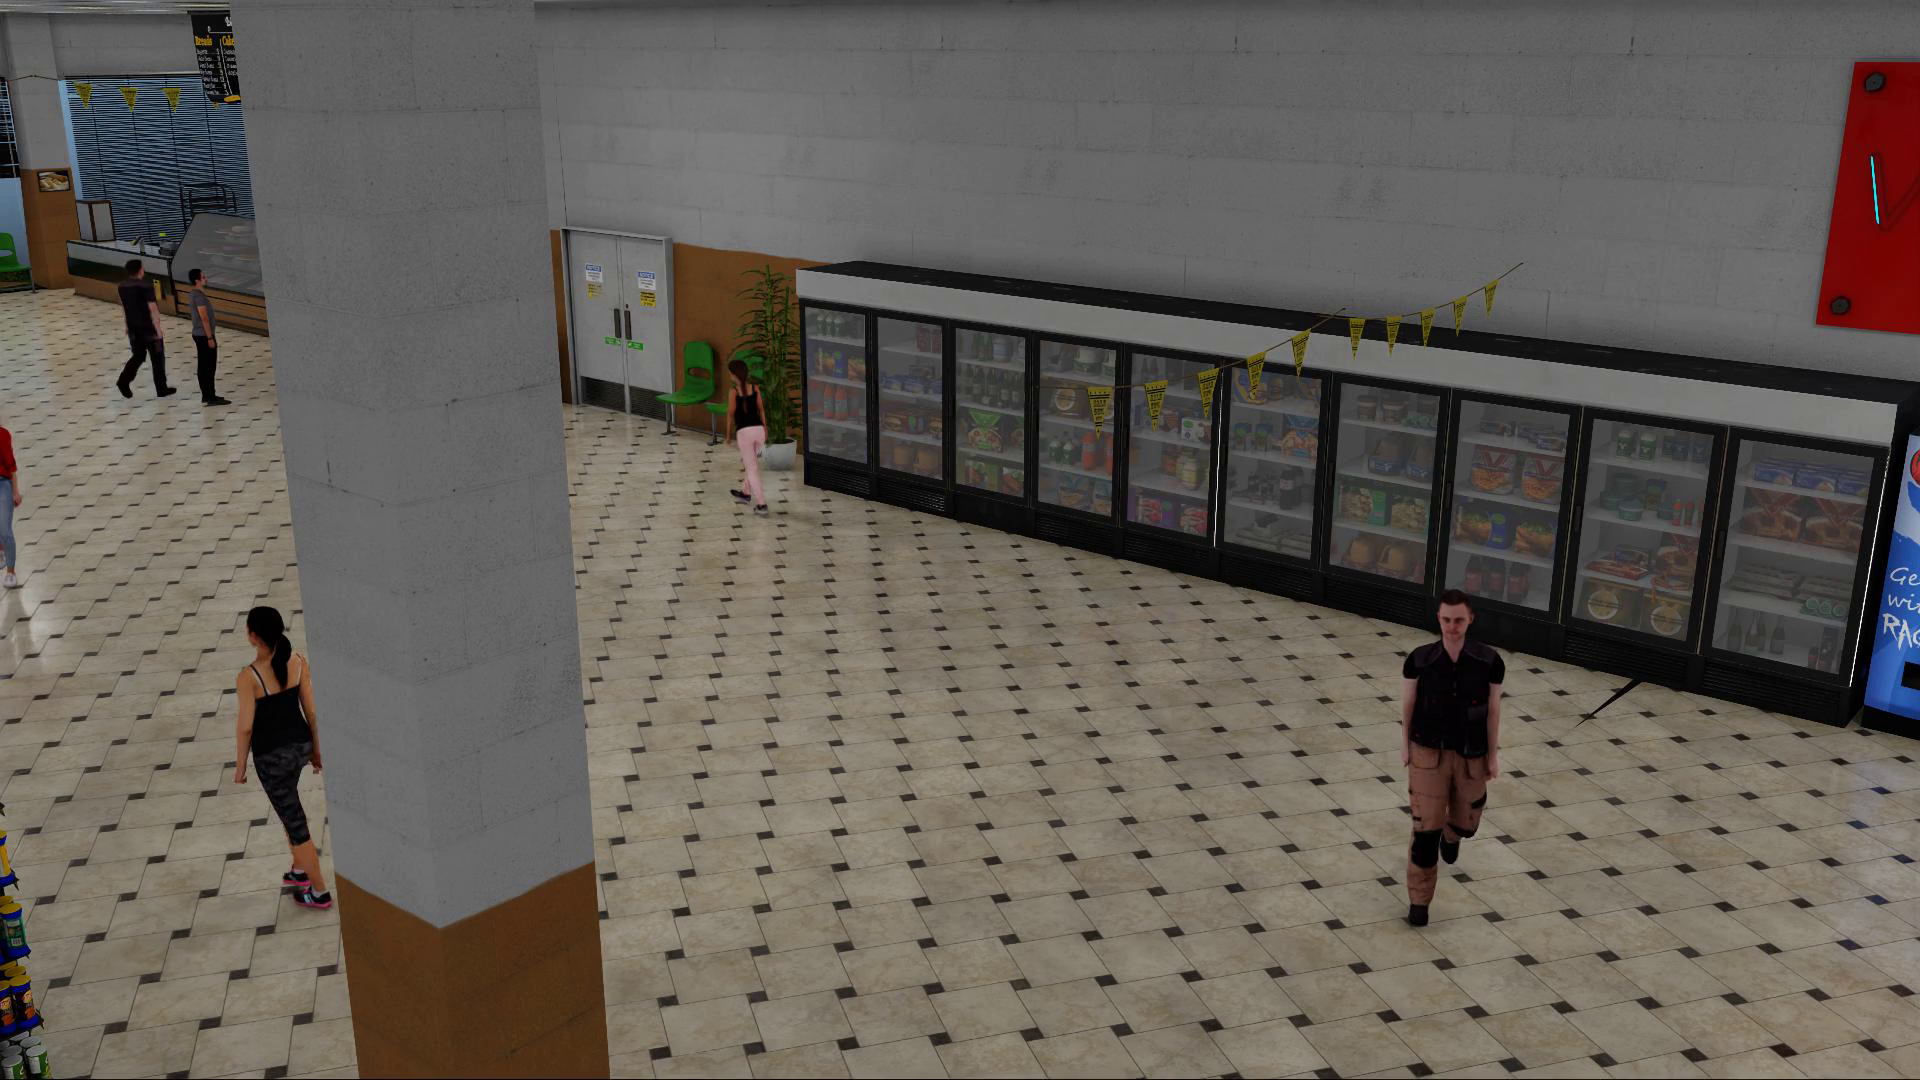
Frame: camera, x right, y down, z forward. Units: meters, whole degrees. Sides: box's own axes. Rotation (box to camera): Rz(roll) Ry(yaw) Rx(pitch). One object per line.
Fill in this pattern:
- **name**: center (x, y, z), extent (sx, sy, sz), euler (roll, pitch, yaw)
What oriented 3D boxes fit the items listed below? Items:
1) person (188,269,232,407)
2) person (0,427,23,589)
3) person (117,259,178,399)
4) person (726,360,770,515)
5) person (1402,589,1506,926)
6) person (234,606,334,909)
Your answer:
- **person**: center (-9.787, -2.636, 21.523), extent (0.631, 1.754, 0.673), euler (-12, 20, -34)
- **person**: center (-8.355, -0.440, 14.395), extent (0.855, 1.693, 0.887), euler (-6, 18, -18)
- **person**: center (-10.694, -2.715, 21.657), extent (0.972, 1.827, 1.170), euler (5, 18, 17)
- **person**: center (-2.048, -1.003, 16.552), extent (0.922, 1.518, 0.699), euler (-11, 20, -33)
- **person**: center (2.662, 1.127, 9.037), extent (1.008, 1.808, 1.201), euler (4, 17, 12)
- **person**: center (-3.577, 1.202, 8.952), extent (0.694, 1.715, 0.670), euler (8, 19, 25)
